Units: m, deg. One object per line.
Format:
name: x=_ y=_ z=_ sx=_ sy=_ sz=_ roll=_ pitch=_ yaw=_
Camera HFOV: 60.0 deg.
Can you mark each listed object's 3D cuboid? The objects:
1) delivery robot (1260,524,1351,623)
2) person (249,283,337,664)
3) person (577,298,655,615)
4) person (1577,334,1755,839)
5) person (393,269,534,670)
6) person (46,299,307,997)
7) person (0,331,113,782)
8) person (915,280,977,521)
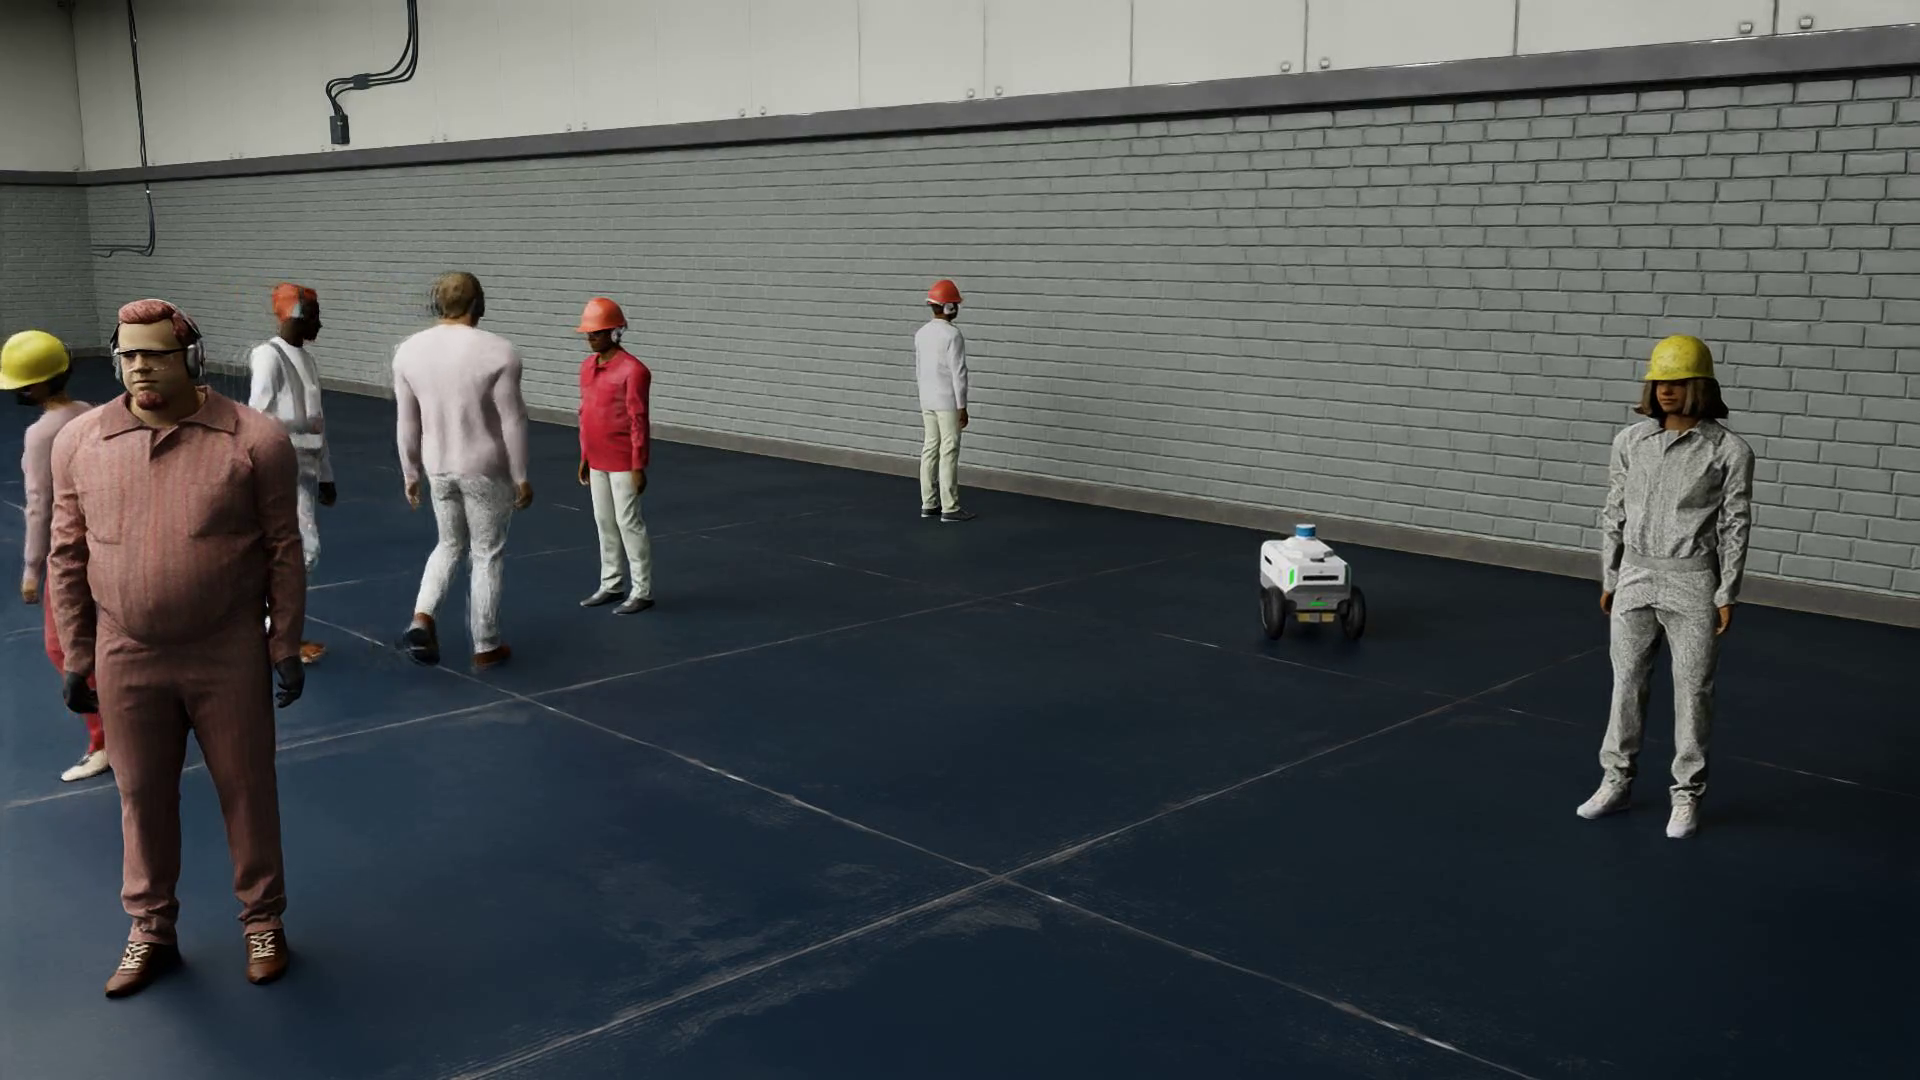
delivery robot: x=1.817 y=0.159 z=8.776 sx=0.477 sy=0.478 sz=0.707 roll=0 pitch=10 yaw=-2
person: x=-3.277 y=-0.321 z=8.133 sx=0.389 sy=1.839 sz=0.654 roll=-1 pitch=10 yaw=-6
person: x=-1.923 y=-0.456 z=9.152 sx=0.349 sy=1.742 sz=0.568 roll=-10 pitch=14 yaw=-44
person: x=2.452 y=0.163 z=5.766 sx=0.487 sy=1.743 sz=0.315 roll=10 pitch=14 yaw=43
person: x=-2.355 y=-0.305 z=7.846 sx=0.636 sy=1.925 sz=0.527 roll=2 pitch=11 yaw=13
person: x=-2.141 y=0.300 z=4.573 sx=0.651 sy=1.907 sz=0.409 roll=-2 pitch=11 yaw=-12
person: x=-3.385 y=0.049 z=6.443 sx=0.335 sy=1.727 sz=0.659 roll=-1 pitch=10 yaw=-3
person: x=-0.106 y=-1.016 z=12.157 sx=0.323 sy=1.755 sz=0.564 roll=-7 pitch=13 yaw=-34
